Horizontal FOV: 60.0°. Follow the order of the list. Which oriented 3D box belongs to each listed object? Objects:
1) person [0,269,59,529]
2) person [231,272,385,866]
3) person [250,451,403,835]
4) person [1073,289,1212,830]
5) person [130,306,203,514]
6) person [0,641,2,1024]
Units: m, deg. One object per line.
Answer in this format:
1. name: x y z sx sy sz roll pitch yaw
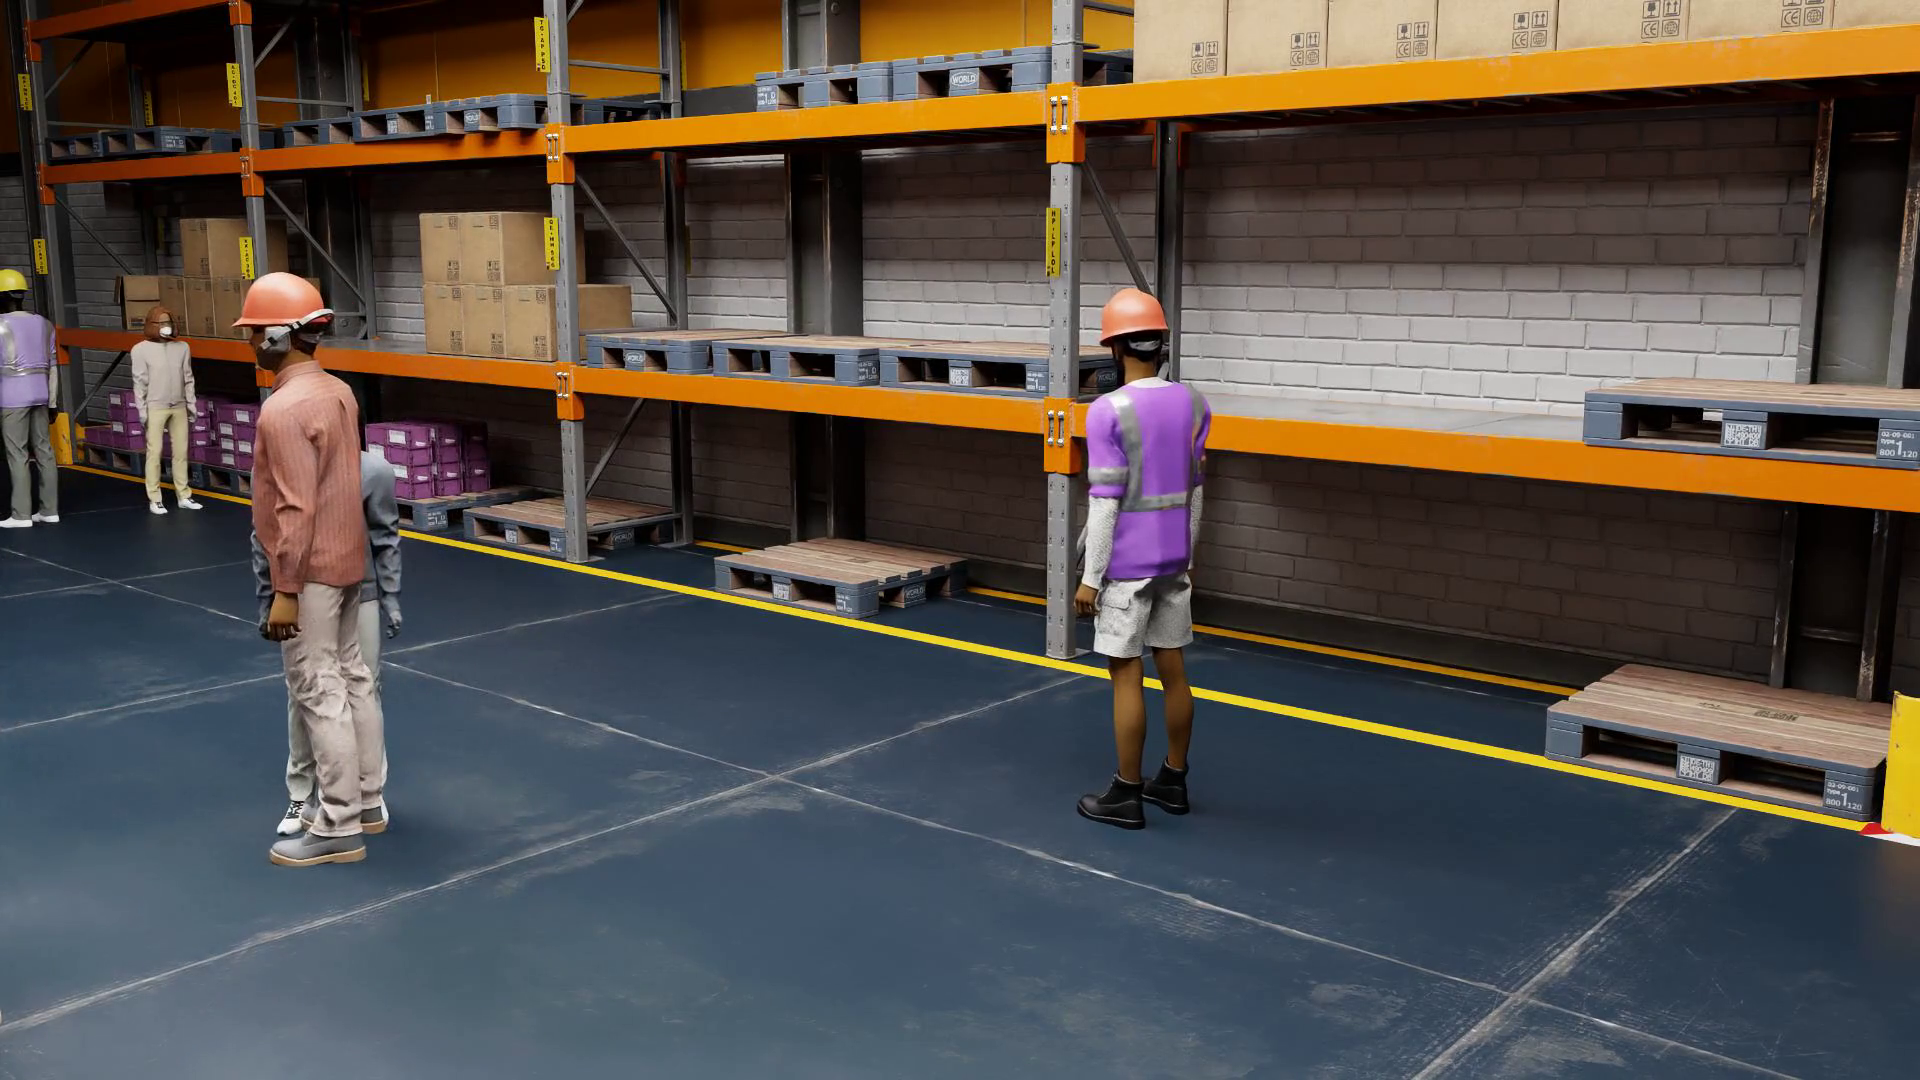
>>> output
1. person: -6.995 -1.046 12.398 0.390 1.922 0.588 3 11 19
2. person: -2.206 0.102 5.632 0.396 1.992 0.623 0 10 -2
3. person: -2.240 0.232 5.916 0.500 1.633 0.286 -2 10 -10
4. person: 0.633 0.073 5.983 0.542 1.929 0.374 -7 12 -36
5. person: -6.235 -1.017 13.066 0.283 1.626 0.503 6 12 31
6. person: -2.738 0.365 4.135 0.622 1.992 0.387 -8 13 -37
